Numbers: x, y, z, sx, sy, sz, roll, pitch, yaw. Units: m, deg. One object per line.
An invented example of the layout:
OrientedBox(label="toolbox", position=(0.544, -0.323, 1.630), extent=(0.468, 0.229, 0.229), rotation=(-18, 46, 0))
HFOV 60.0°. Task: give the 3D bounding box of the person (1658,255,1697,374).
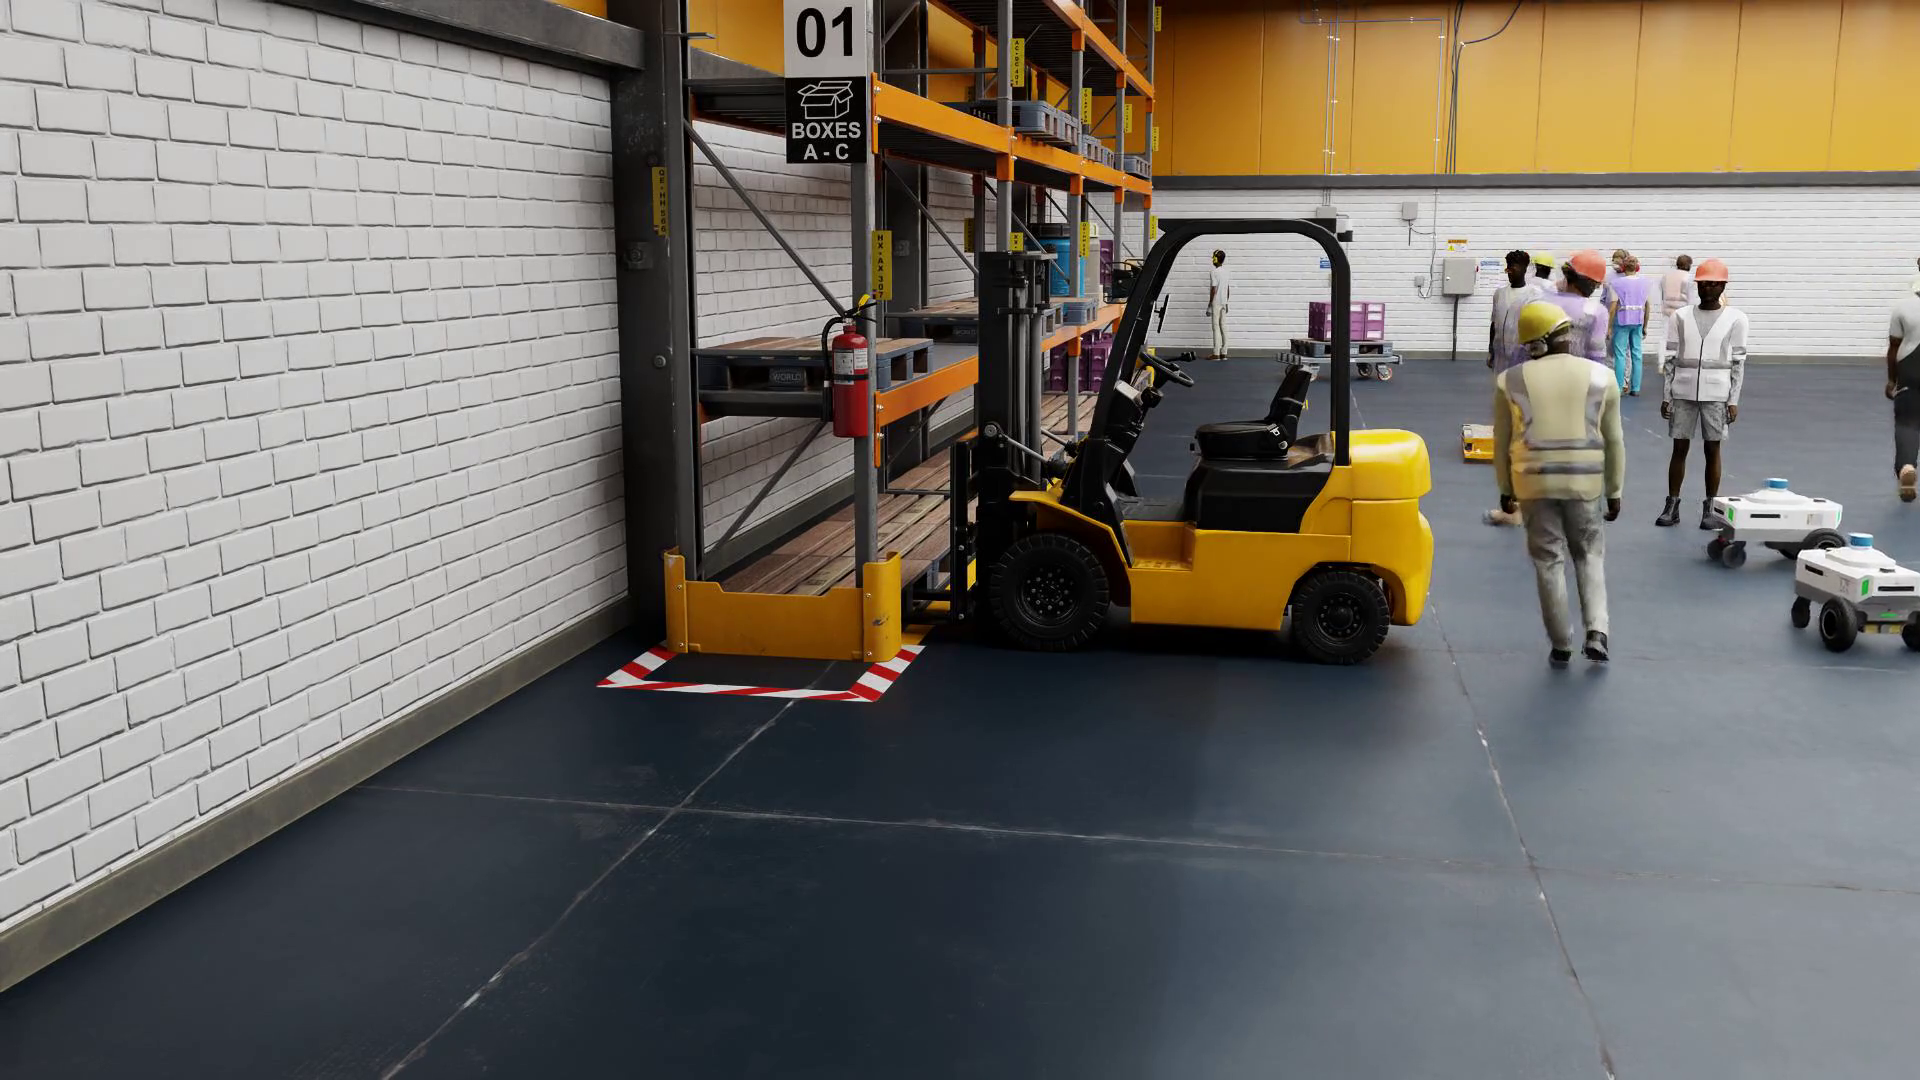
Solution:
OrientedBox(label="person", position=(11.091, -3.455, 25.516), extent=(0.936, 1.798, 0.645), rotation=(-6, 12, -30))

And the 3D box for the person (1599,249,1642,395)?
OrientedBox(label="person", position=(8.753, -2.896, 22.121), extent=(0.372, 1.934, 0.627), rotation=(-6, 12, -29))

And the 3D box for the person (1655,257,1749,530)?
OrientedBox(label="person", position=(5.323, -1.045, 11.948), extent=(0.545, 1.943, 0.347), rotation=(7, 12, 32))

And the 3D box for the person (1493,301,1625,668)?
OrientedBox(label="person", position=(2.903, -0.265, 8.115), extent=(0.622, 1.784, 0.423), rotation=(3, 11, 15))

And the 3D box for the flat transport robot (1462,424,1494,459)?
OrientedBox(label="flat transport robot", position=(5.176, -0.945, 15.983), extent=(0.652, 0.197, 1.431), rotation=(3, 11, 15))

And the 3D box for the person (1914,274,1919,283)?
OrientedBox(label="person", position=(12.753, -2.842, 21.707), extent=(0.481, 1.978, 0.637), rotation=(-6, 12, -31))

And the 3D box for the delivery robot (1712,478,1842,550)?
OrientedBox(label="delivery robot", position=(5.185, -0.149, 10.579), extent=(0.707, 0.478, 0.477), rotation=(1, 10, 6))

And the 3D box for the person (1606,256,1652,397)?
OrientedBox(label="person", position=(8.749, -2.788, 21.785), extent=(0.564, 1.837, 0.394), rotation=(-1, 10, -4))

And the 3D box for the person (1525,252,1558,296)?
OrientedBox(label="person", position=(7.112, -2.561, 20.380), extent=(0.801, 1.891, 0.604), rotation=(-6, 12, -30))

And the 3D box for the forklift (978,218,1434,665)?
OrientedBox(label="forklift", position=(1.285, -0.567, 8.635), extent=(2.313, 2.155, 1.214), rotation=(2, 11, 11))

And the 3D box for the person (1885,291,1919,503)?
OrientedBox(label="person", position=(7.641, -1.296, 13.049), extent=(0.678, 2.000, 0.866), rotation=(5, 12, 27))

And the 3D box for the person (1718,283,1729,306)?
OrientedBox(label="person", position=(10.137, -2.824, 22.365), extent=(0.318, 1.700, 0.535), rotation=(8, 13, 38))

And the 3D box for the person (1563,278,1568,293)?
OrientedBox(label="person", position=(8.877, -3.250, 24.307), extent=(0.710, 1.851, 0.540), rotation=(-3, 11, -16))

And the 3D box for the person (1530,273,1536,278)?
OrientedBox(label="person", position=(7.603, -2.760, 22.247), extent=(0.402, 1.604, 0.547), rotation=(4, 11, 23))

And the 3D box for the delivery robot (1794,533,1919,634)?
OrientedBox(label="delivery robot", position=(4.649, 0.210, 8.615), extent=(0.477, 0.478, 0.707), rotation=(0, 10, -1))

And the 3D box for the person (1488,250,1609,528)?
OrientedBox(label="person", position=(4.216, -1.057, 11.892), extent=(0.809, 2.001, 0.426), rotation=(10, 14, 43))

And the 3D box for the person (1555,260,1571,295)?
OrientedBox(label="person", position=(9.030, -3.323, 24.966), extent=(0.573, 1.750, 0.537), rotation=(-4, 11, -21))

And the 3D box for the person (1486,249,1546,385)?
OrientedBox(label="person", position=(5.479, -1.882, 16.468), extent=(0.368, 1.966, 0.602), rotation=(-8, 13, -37))

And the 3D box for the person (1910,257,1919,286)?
OrientedBox(label="person", position=(13.663, -3.122, 23.621), extent=(0.621, 1.840, 0.430), rotation=(-6, 12, -30))

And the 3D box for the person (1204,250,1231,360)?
OrientedBox(label="person", position=(4.384, -3.990, 28.291), extent=(0.508, 1.872, 0.329), rotation=(-10, 14, -43))

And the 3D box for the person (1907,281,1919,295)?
OrientedBox(label="person", position=(10.988, -2.265, 18.771), extent=(0.643, 1.896, 0.450), rotation=(9, 14, 42))
